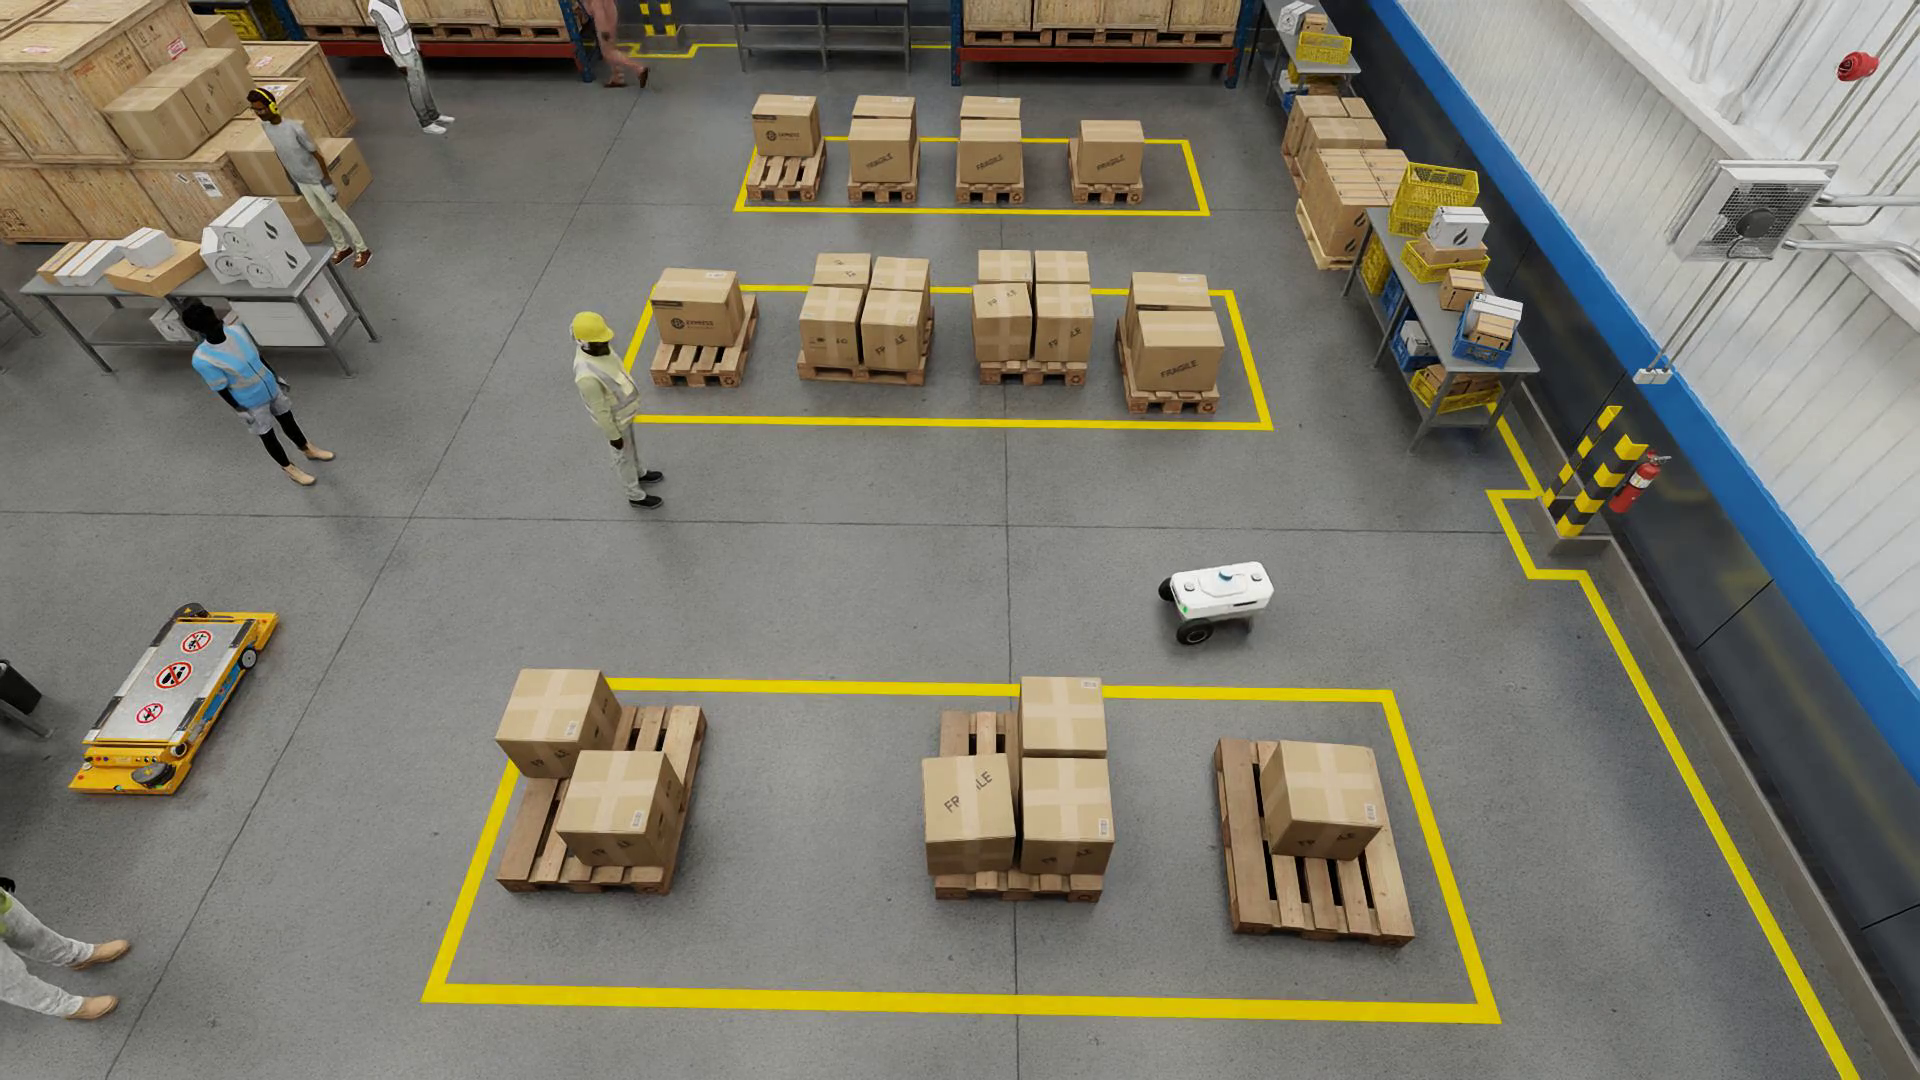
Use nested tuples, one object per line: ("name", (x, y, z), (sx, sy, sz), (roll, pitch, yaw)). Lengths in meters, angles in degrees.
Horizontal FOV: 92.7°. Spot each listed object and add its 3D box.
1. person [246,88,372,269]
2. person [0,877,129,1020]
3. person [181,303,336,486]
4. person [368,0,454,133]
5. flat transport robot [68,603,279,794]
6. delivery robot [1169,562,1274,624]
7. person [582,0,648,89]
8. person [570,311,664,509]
("person", (-6.695, -3.685, 9.430), (0.534, 1.865, 0.315), (10, 51, 9))
("person", (-5.034, 1.974, 4.657), (0.429, 1.841, 0.634), (-15, 51, -12))
("person", (-5.687, -1.179, 7.417), (0.320, 1.698, 0.531), (7, 50, 6))
("person", (-6.937, -6.087, 11.437), (0.388, 1.911, 0.591), (-1, 50, -1))
("flat transport robot", (-5.504, 1.072, 6.442), (0.652, 0.197, 1.431), (1, 50, 1))
("delivery robot", (1.927, 0.376, 6.787), (0.707, 0.478, 0.477), (-8, 50, -7))
("person", (-4.673, -6.945, 12.184), (0.623, 1.881, 0.690), (-5, 50, -4))
("person", (-2.687, -1.012, 7.191), (0.403, 1.828, 0.595), (-6, 50, -5))
